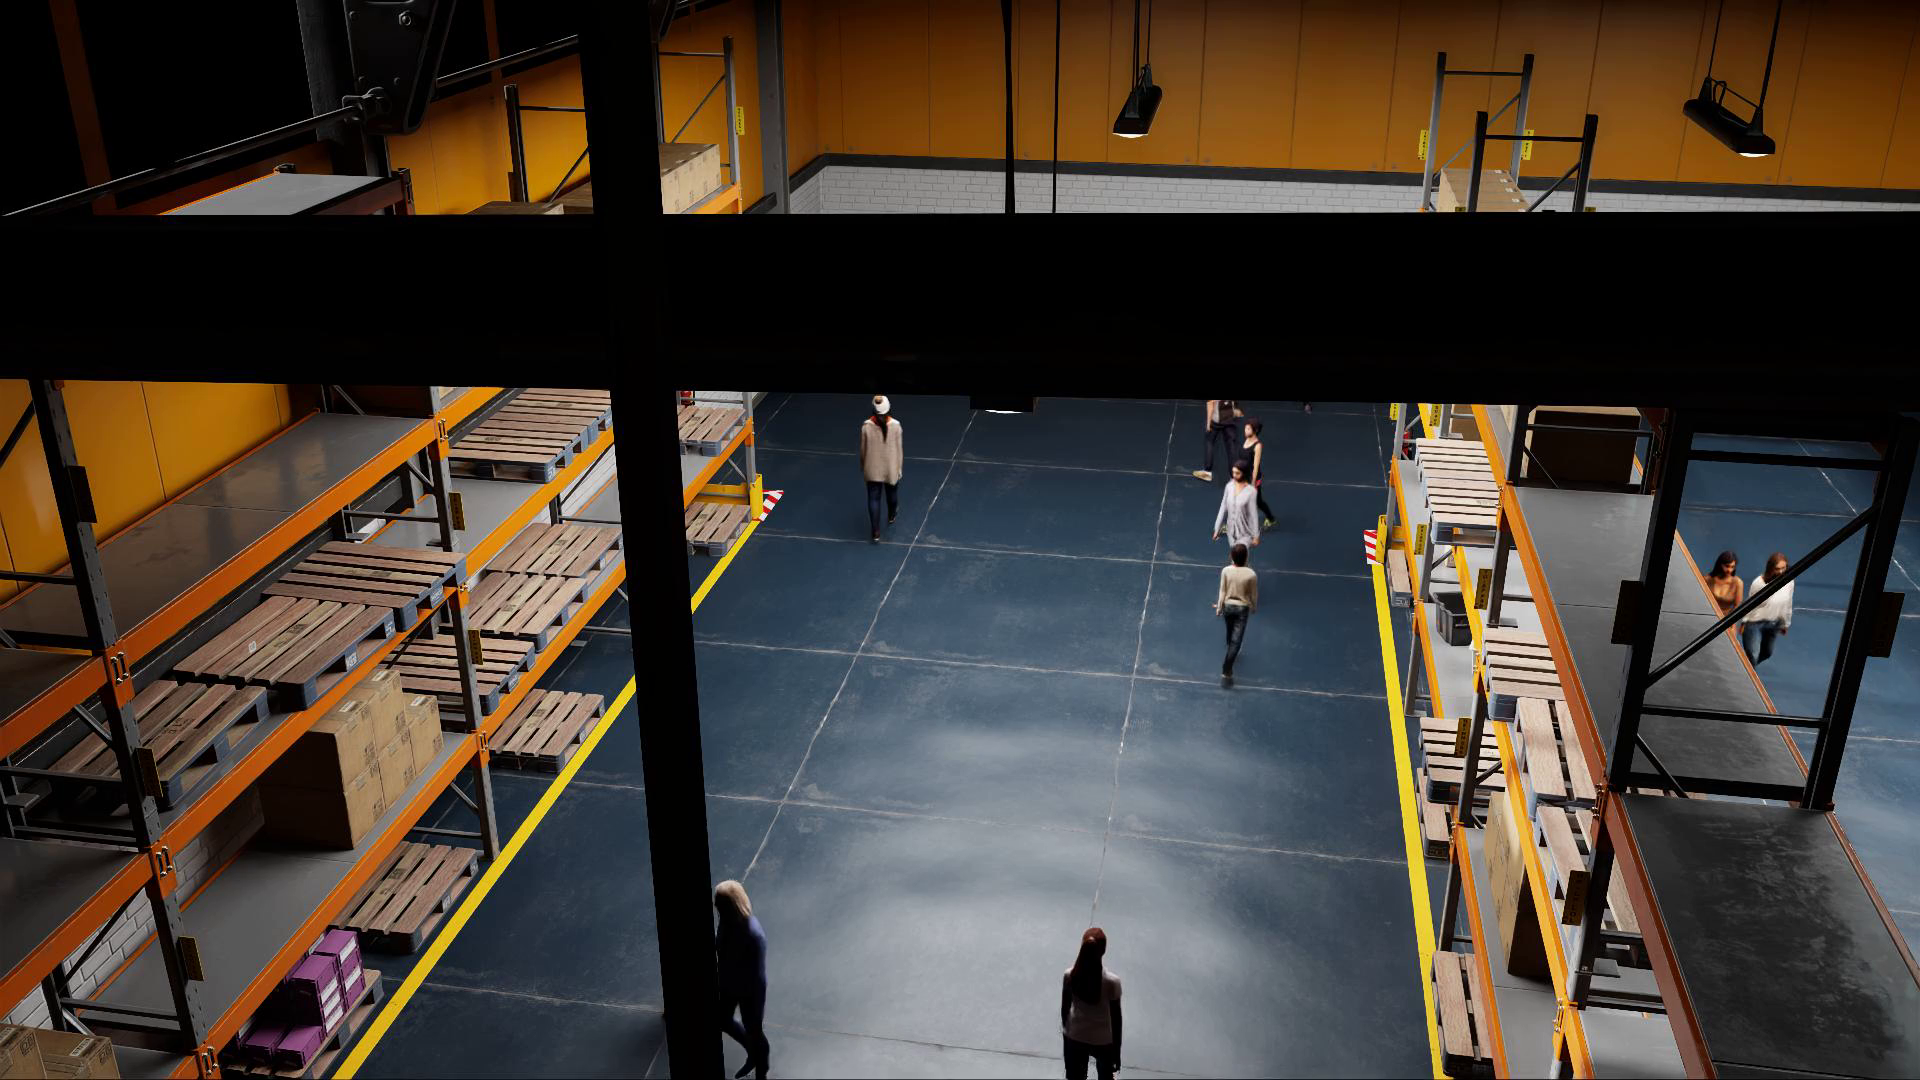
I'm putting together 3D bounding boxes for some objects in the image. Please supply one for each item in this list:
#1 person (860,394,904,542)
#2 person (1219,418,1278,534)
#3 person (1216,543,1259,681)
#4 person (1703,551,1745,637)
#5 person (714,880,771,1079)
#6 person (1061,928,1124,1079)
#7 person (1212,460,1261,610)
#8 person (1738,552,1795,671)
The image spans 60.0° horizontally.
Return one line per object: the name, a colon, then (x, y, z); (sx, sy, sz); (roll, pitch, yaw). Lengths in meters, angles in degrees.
person: (-0.992, -0.882, 20.649); (0.807, 1.846, 1.157); (1, 24, 1)
person: (3.698, -0.791, 20.853); (0.966, 1.516, 1.048); (-9, 25, -19)
person: (2.870, 0.769, 17.375); (0.766, 1.443, 1.077); (12, 26, 26)
person: (7.668, 0.855, 16.925); (0.591, 1.646, 1.015); (6, 24, 13)
person: (-1.486, 3.087, 11.711); (0.797, 1.732, 0.803); (17, 29, 34)
person: (0.830, 3.414, 11.017); (0.632, 1.690, 1.110); (6, 24, 14)
person: (3.259, -0.097, 18.982); (1.066, 1.742, 0.970); (-19, 30, -37)
person: (8.154, 0.858, 16.910); (0.752, 1.652, 0.825); (-4, 24, -9)
